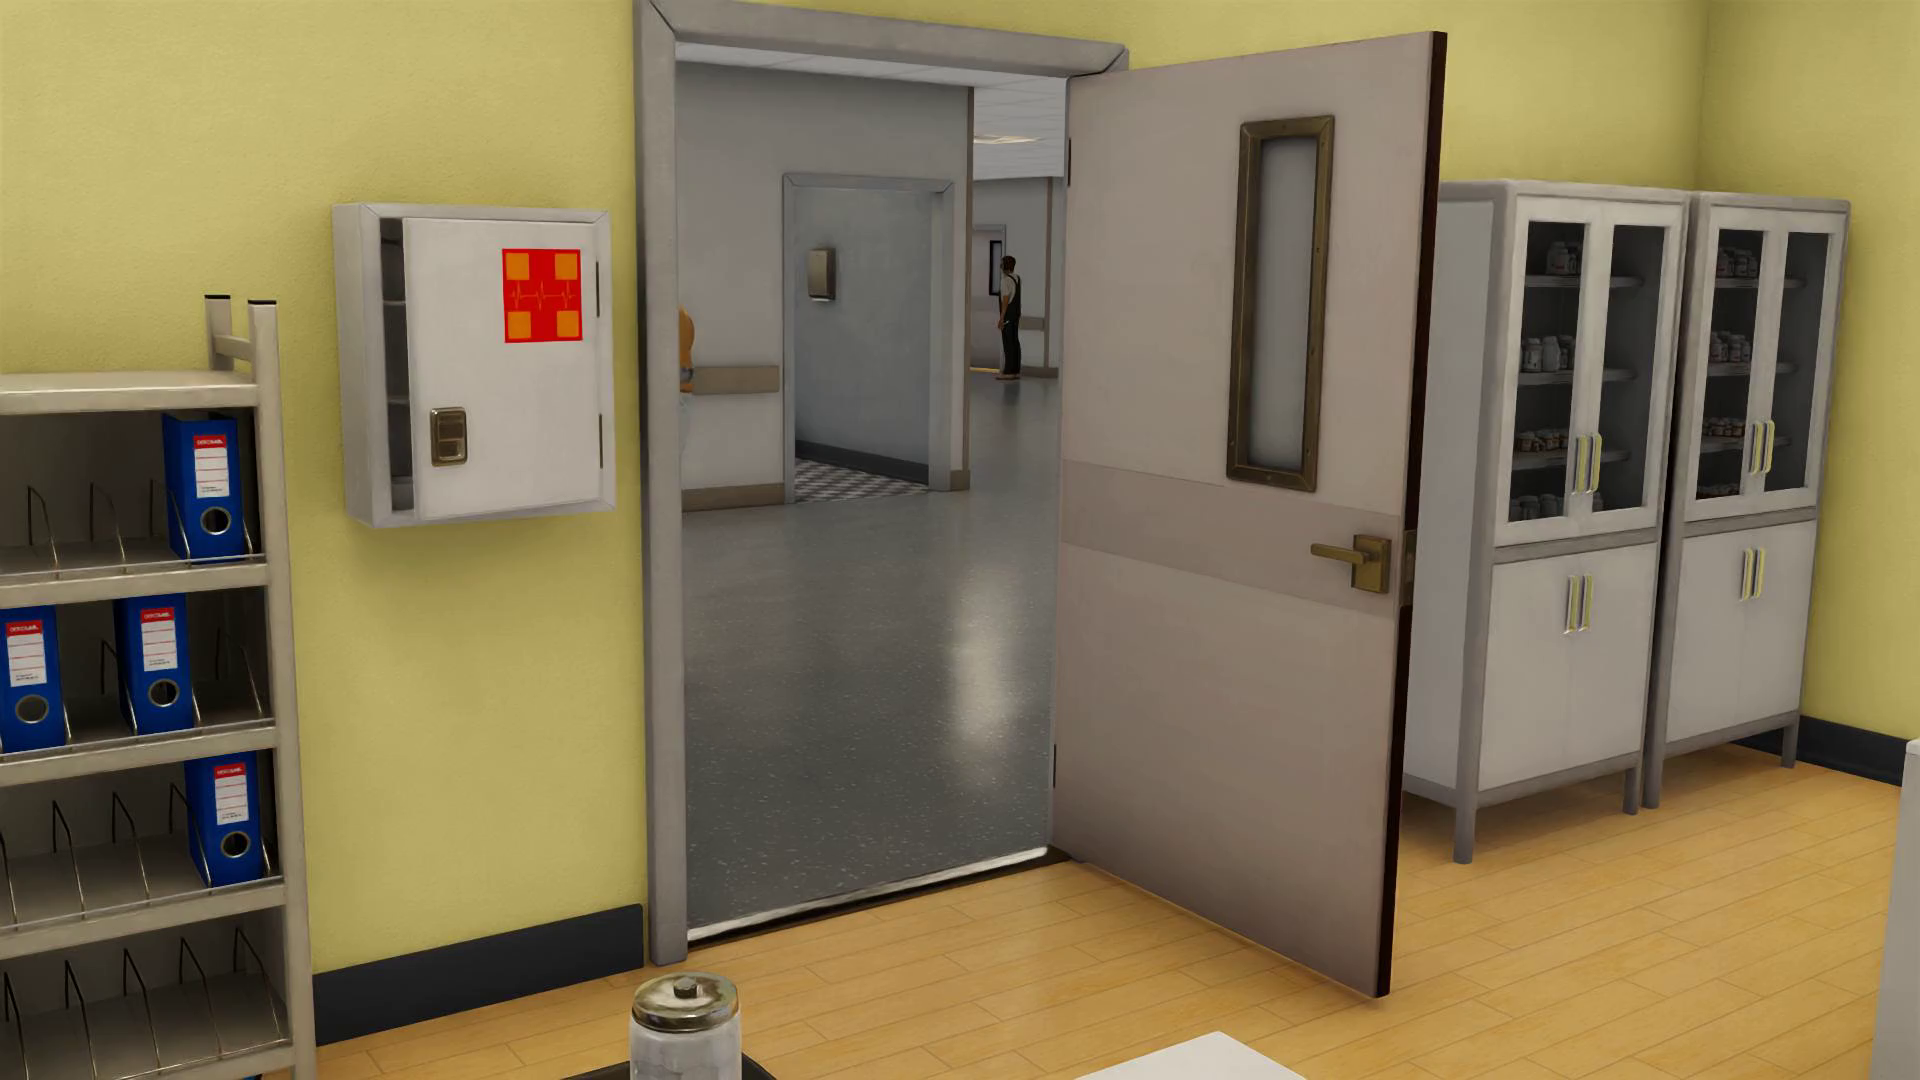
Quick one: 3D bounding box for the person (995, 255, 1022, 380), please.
[{"bbox_3d":[0.732,-3.293,24.681,0.327,1.843,0.516,7,11,31],"label":"person"}]
